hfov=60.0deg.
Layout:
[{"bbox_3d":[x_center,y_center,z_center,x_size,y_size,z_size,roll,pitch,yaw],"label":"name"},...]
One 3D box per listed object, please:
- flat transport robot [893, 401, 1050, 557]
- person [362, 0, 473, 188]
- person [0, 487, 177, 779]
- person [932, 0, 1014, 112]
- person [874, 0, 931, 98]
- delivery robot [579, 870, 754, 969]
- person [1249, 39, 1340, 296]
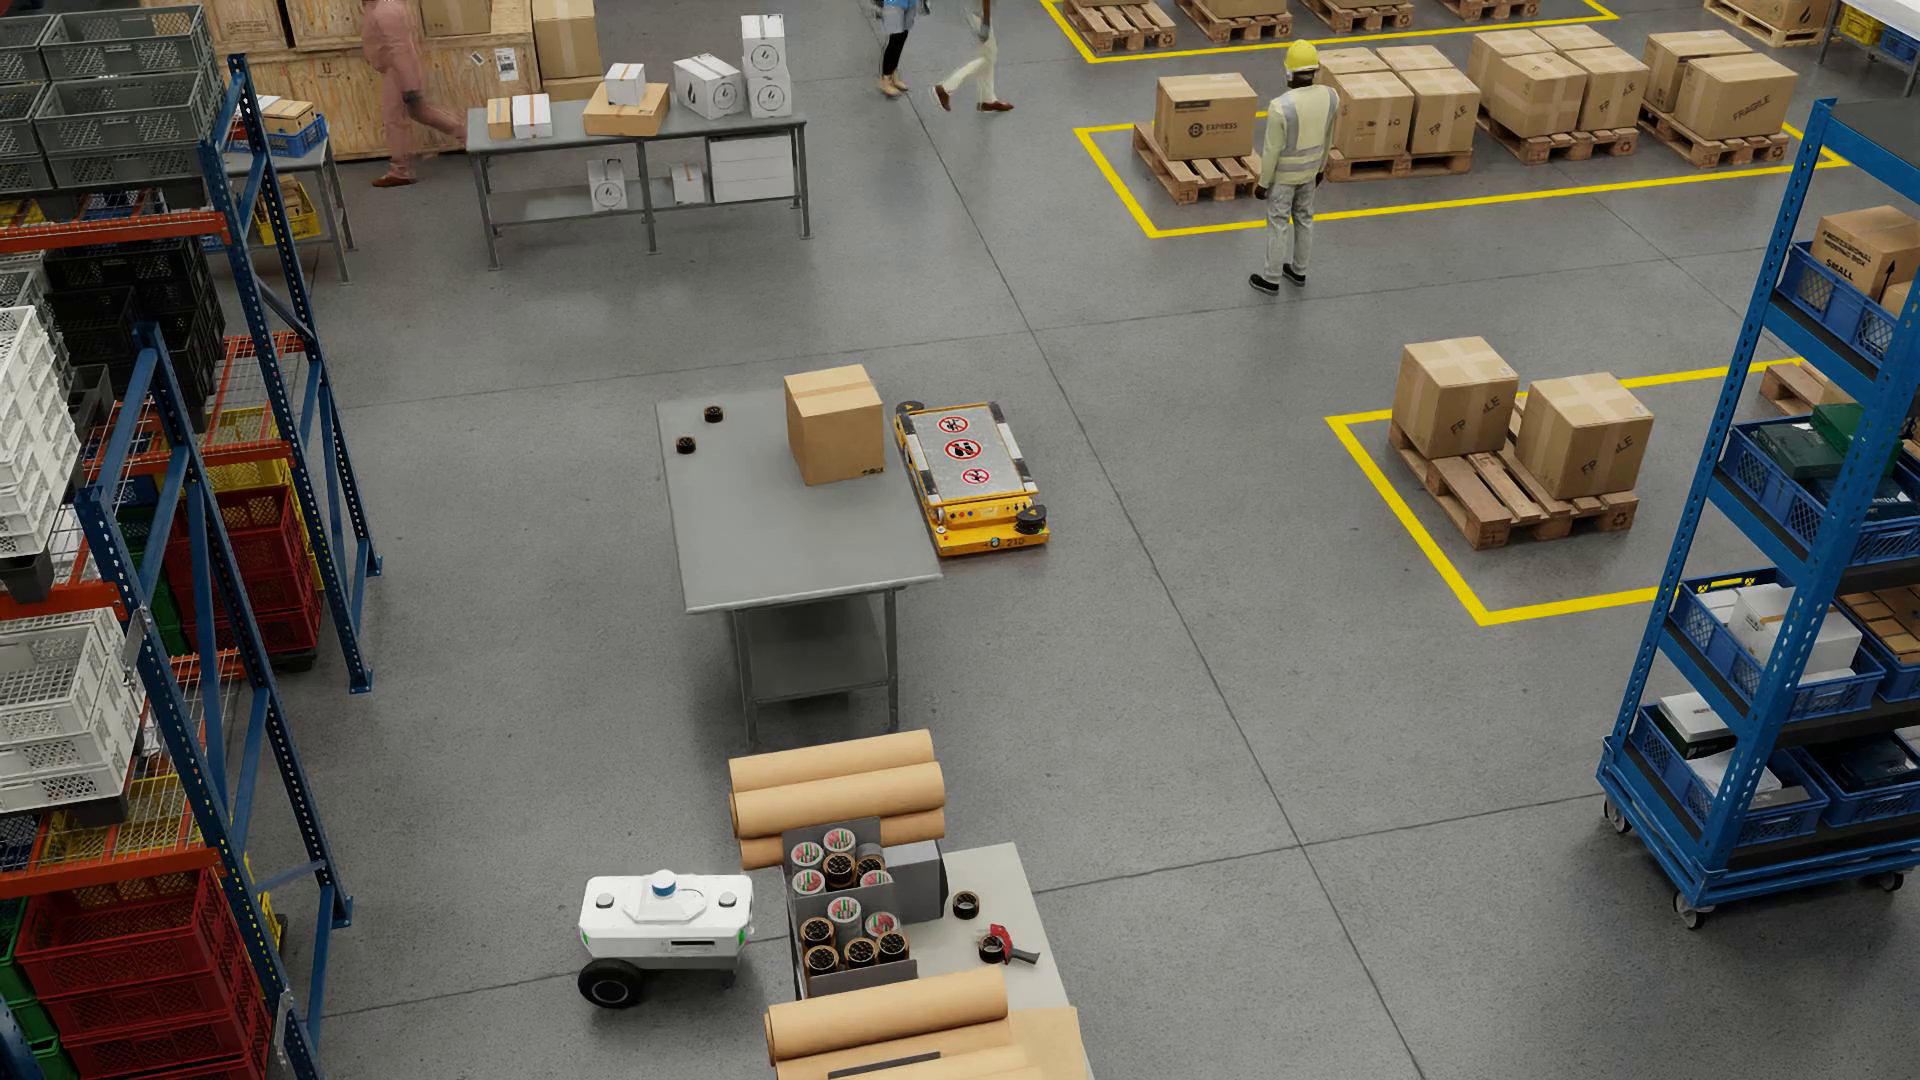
[{"bbox_3d":[0.046,-0.430,10.108,0.652,0.197,1.431,-8,37,-10],"label":"flat transport robot"},{"bbox_3d":[-4.391,-3.768,13.271,0.875,1.873,0.653,-11,38,-14],"label":"person"},{"bbox_3d":[-4.067,0.418,7.625,0.574,1.886,0.352,-21,42,-26],"label":"person"},{"bbox_3d":[0.128,-4.536,14.319,0.681,1.851,0.515,-9,38,-12],"label":"person"},{"bbox_3d":[-0.522,-4.811,14.828,0.555,1.673,0.448,-28,45,-32],"label":"person"},{"bbox_3d":[-1.234,1.602,7.066,0.707,0.478,0.477,-1,37,-1],"label":"delivery robot"},{"bbox_3d":[2.337,-2.620,11.754,0.598,1.828,0.403,-19,41,-23],"label":"person"}]
